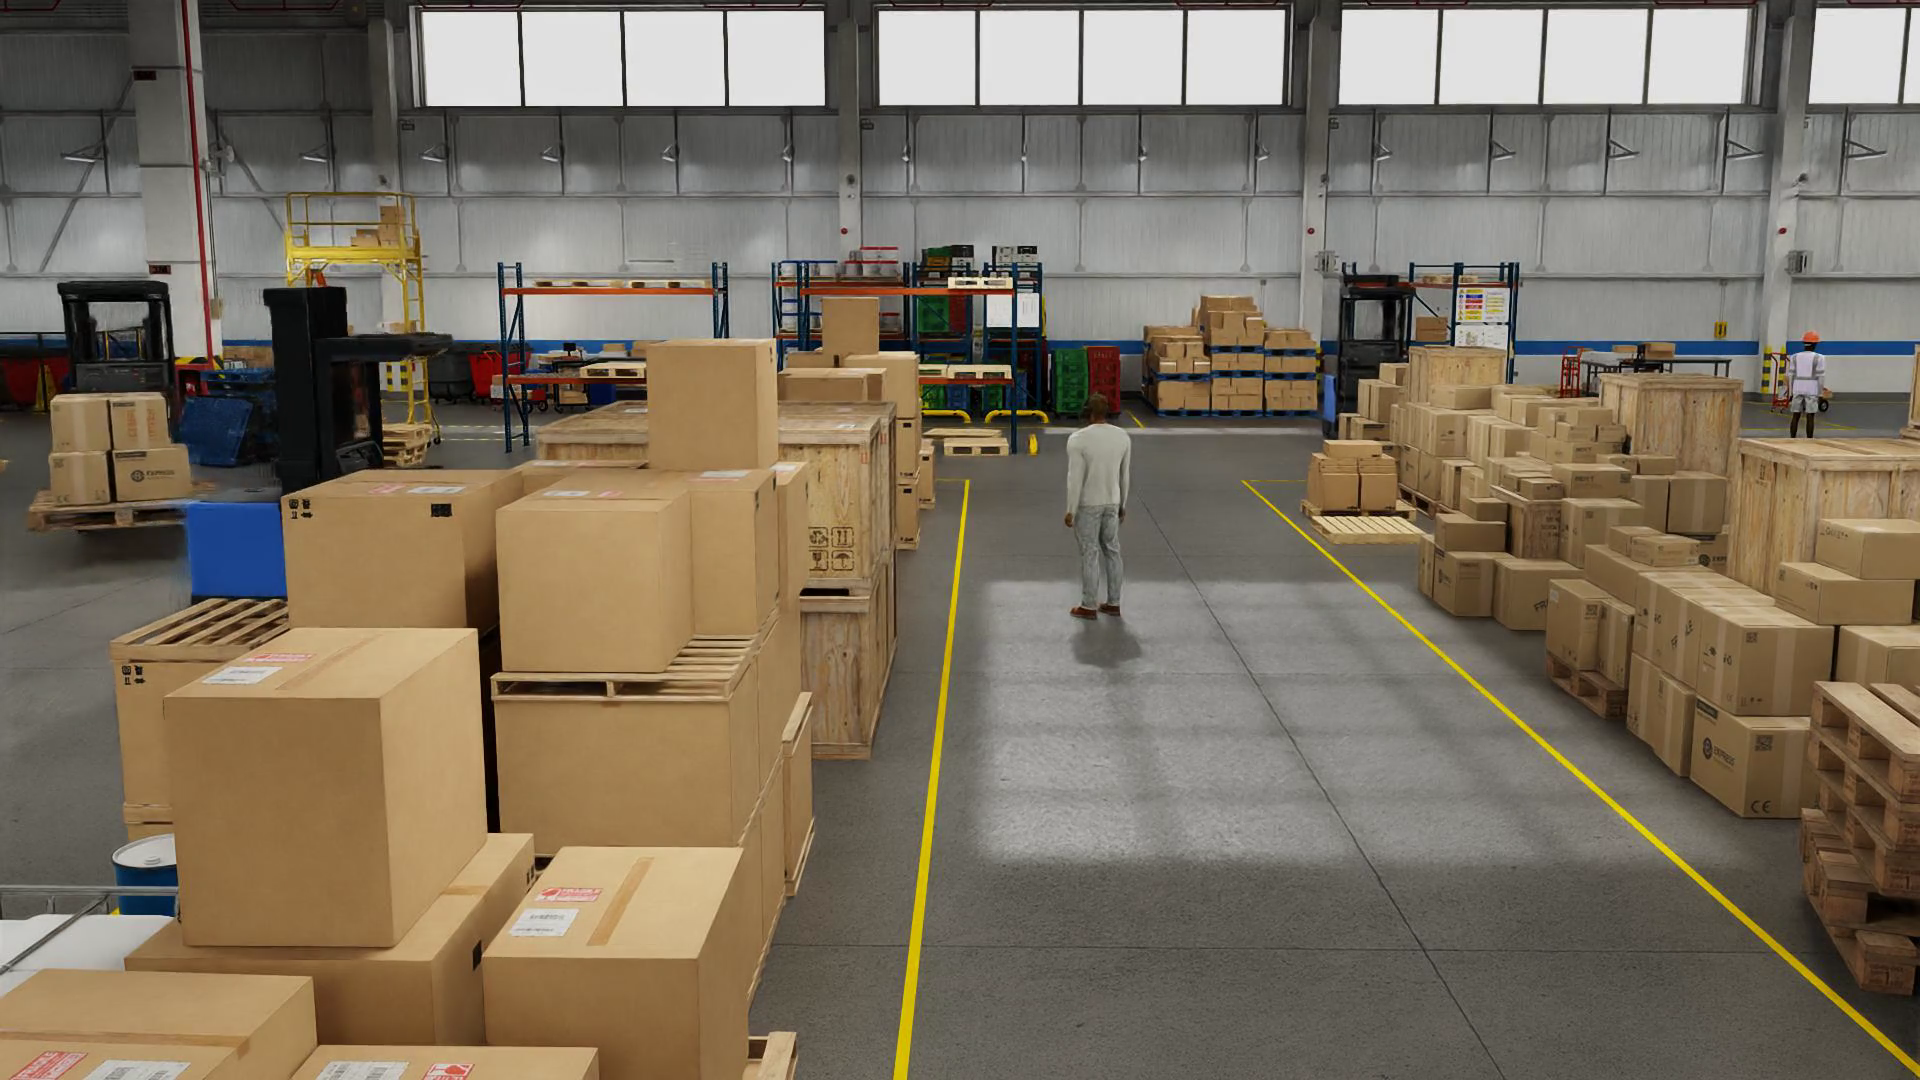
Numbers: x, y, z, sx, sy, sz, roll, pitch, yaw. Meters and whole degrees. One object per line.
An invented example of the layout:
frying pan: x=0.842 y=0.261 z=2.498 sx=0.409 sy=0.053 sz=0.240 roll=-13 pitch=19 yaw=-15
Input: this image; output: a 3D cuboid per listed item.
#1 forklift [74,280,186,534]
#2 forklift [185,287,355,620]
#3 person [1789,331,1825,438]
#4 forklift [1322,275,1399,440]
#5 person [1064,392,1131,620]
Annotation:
forklift: x=-9.647 y=-1.604 z=19.243 sx=1.129 sy=2.768 sz=1.873 roll=-4 pitch=10 yaw=-24
forklift: x=-5.388 y=-0.713 z=13.907 sx=1.873 sy=2.768 sz=1.129 roll=0 pitch=9 yaw=1
person: x=13.582 y=-2.376 z=26.684 sx=0.360 sy=1.938 sz=0.545 roll=-9 pitch=13 yaw=-42
forklift: x=6.858 y=-3.081 z=28.092 sx=1.129 sy=2.768 sz=1.873 roll=0 pitch=9 yaw=1
person: x=1.167 y=-0.287 z=14.167 sx=0.635 sy=1.937 sz=0.355 roll=-6 pitch=11 yaw=-31
